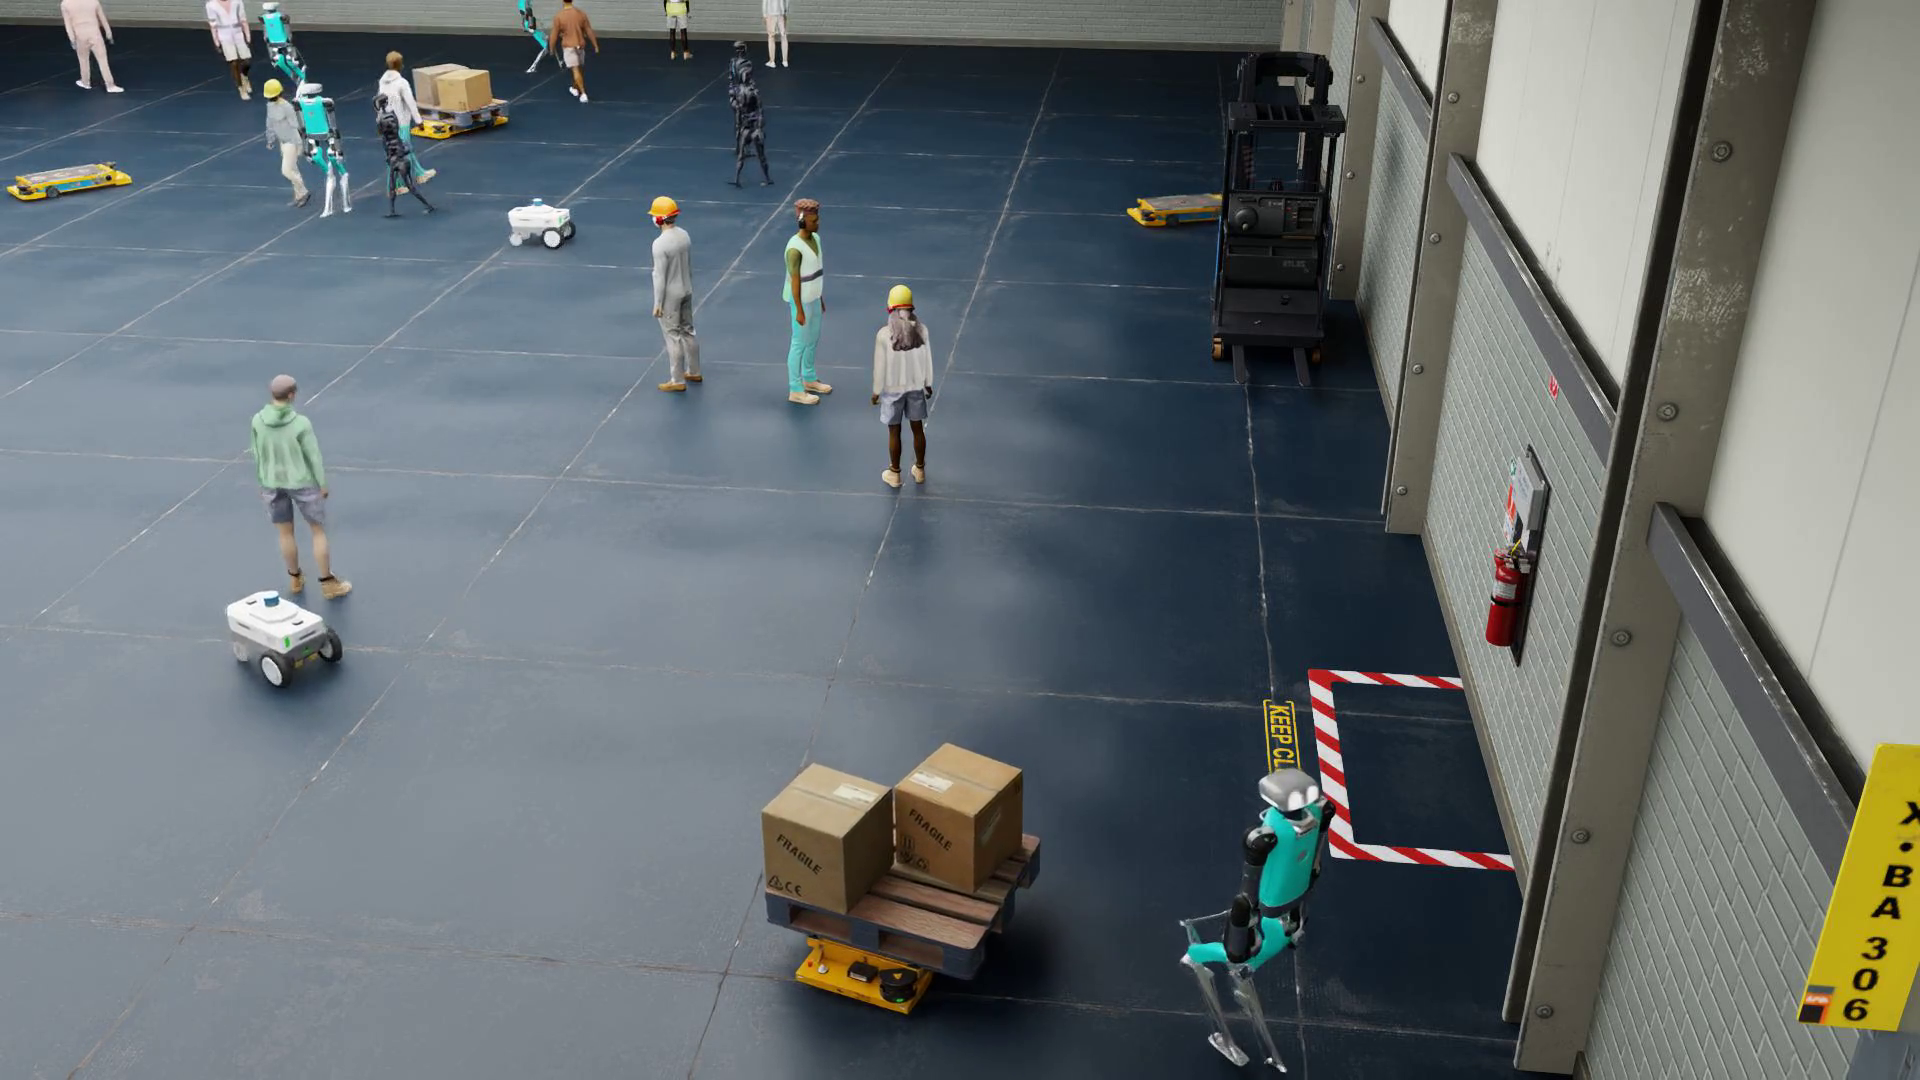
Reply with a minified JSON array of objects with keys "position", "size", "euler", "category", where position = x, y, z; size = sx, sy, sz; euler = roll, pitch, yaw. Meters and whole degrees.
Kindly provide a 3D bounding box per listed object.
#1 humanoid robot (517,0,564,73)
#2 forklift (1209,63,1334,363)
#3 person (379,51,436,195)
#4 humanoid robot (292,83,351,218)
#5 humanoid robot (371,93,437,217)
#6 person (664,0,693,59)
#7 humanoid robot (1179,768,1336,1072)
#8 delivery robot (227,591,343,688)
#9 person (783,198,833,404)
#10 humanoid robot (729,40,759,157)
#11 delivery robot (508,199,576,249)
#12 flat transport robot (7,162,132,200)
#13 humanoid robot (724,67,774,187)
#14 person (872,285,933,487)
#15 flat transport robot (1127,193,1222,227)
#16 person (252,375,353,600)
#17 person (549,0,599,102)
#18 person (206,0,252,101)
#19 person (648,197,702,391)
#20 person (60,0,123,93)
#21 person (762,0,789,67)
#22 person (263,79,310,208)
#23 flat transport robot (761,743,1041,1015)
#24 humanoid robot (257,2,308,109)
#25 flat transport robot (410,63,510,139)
[{"position":[-7.597,-9.438,30.365],"size":[0.912,1.787,0.541],"euler":[-14,30,-26],"category":"humanoid robot"},{"position":[3.241,-3.477,17.183],"size":[1.129,2.768,1.873],"euler":[3,27,6],"category":"forklift"},{"position":[-7.582,-5.735,22.794],"size":[0.499,1.872,0.954],"euler":[17,31,31],"category":"person"},{"position":[-8.220,-5.092,21.697],"size":[0.551,1.804,0.788],"euler":[2,27,4],"category":"humanoid robot"},{"position":[-7.281,-4.993,21.600],"size":[0.747,1.631,0.610],"euler":[-19,33,-34],"category":"humanoid robot"},{"position":[-5.343,-9.961,31.424],"size":[0.537,1.698,0.319],"euler":[6,27,13],"category":"person"},{"position":[1.331,1.787,7.937],"size":[0.545,1.793,0.705],"euler":[-20,33,-34],"category":"humanoid robot"},{"position":[-4.725,0.630,11.533],"size":[0.747,0.568,0.499],"euler":[17,31,30],"category":"delivery robot"},{"position":[-1.474,-2.275,15.792],"size":[0.390,1.971,0.479],"euler":[10,28,19],"category":"person"},{"position":[-3.225,-6.545,24.616],"size":[0.315,1.657,0.599],"euler":[-24,35,-39],"category":"humanoid robot"},{"position":[-5.216,-3.940,20.677],"size":[0.785,0.587,0.499],"euler":[4,27,8],"category":"delivery robot"},{"position":[-12.361,-4.978,23.076],"size":[1.431,0.231,0.659],"euler":[-22,34,-37],"category":"flat transport robot"},{"position":[-2.918,-5.660,22.894],"size":[0.609,1.633,0.722],"euler":[24,35,39],"category":"humanoid robot"},{"position":[-0.467,-1.282,14.029],"size":[0.530,1.763,0.405],"euler":[-10,28,-19],"category":"person"},{"position":[2.969,-4.313,21.750],"size":[1.431,0.231,0.659],"euler":[-6,27,-13],"category":"flat transport robot"},{"position":[-4.871,-0.377,12.265],"size":[0.601,1.717,0.446],"euler":[1,27,2],"category":"person"},{"position":[-6.535,-8.378,28.152],"size":[0.775,1.797,0.994],"euler":[-16,31,-29],"category":"person"},{"position":[-12.295,-8.460,28.075],"size":[0.622,2.020,0.486],"euler":[-17,31,-31],"category":"person"},{"position":[-2.777,-2.389,16.102],"size":[0.378,1.888,0.565],"euler":[13,29,24],"category":"person"},{"position":[-15.046,-8.699,28.752],"size":[0.705,1.845,0.894],"euler":[-15,30,-28],"category":"person"},{"position":[-3.398,-9.699,30.713],"size":[0.498,1.872,0.409],"euler":[-9,28,-17],"category":"person"},{"position":[-8.890,-5.212,21.912],"size":[0.626,1.727,0.439],"euler":[23,34,38],"category":"person"},{"position":[-0.280,2.006,9.133],"size":[0.659,0.231,1.431],"euler":[11,29,21],"category":"flat transport robot"},{"position":[-11.079,-8.027,27.593],"size":[0.550,1.829,0.885],"euler":[5,27,10],"category":"humanoid robot"},{"position":[-7.915,-6.604,26.323],"size":[0.659,0.231,1.431],"euler":[15,31,28],"category":"flat transport robot"}]
